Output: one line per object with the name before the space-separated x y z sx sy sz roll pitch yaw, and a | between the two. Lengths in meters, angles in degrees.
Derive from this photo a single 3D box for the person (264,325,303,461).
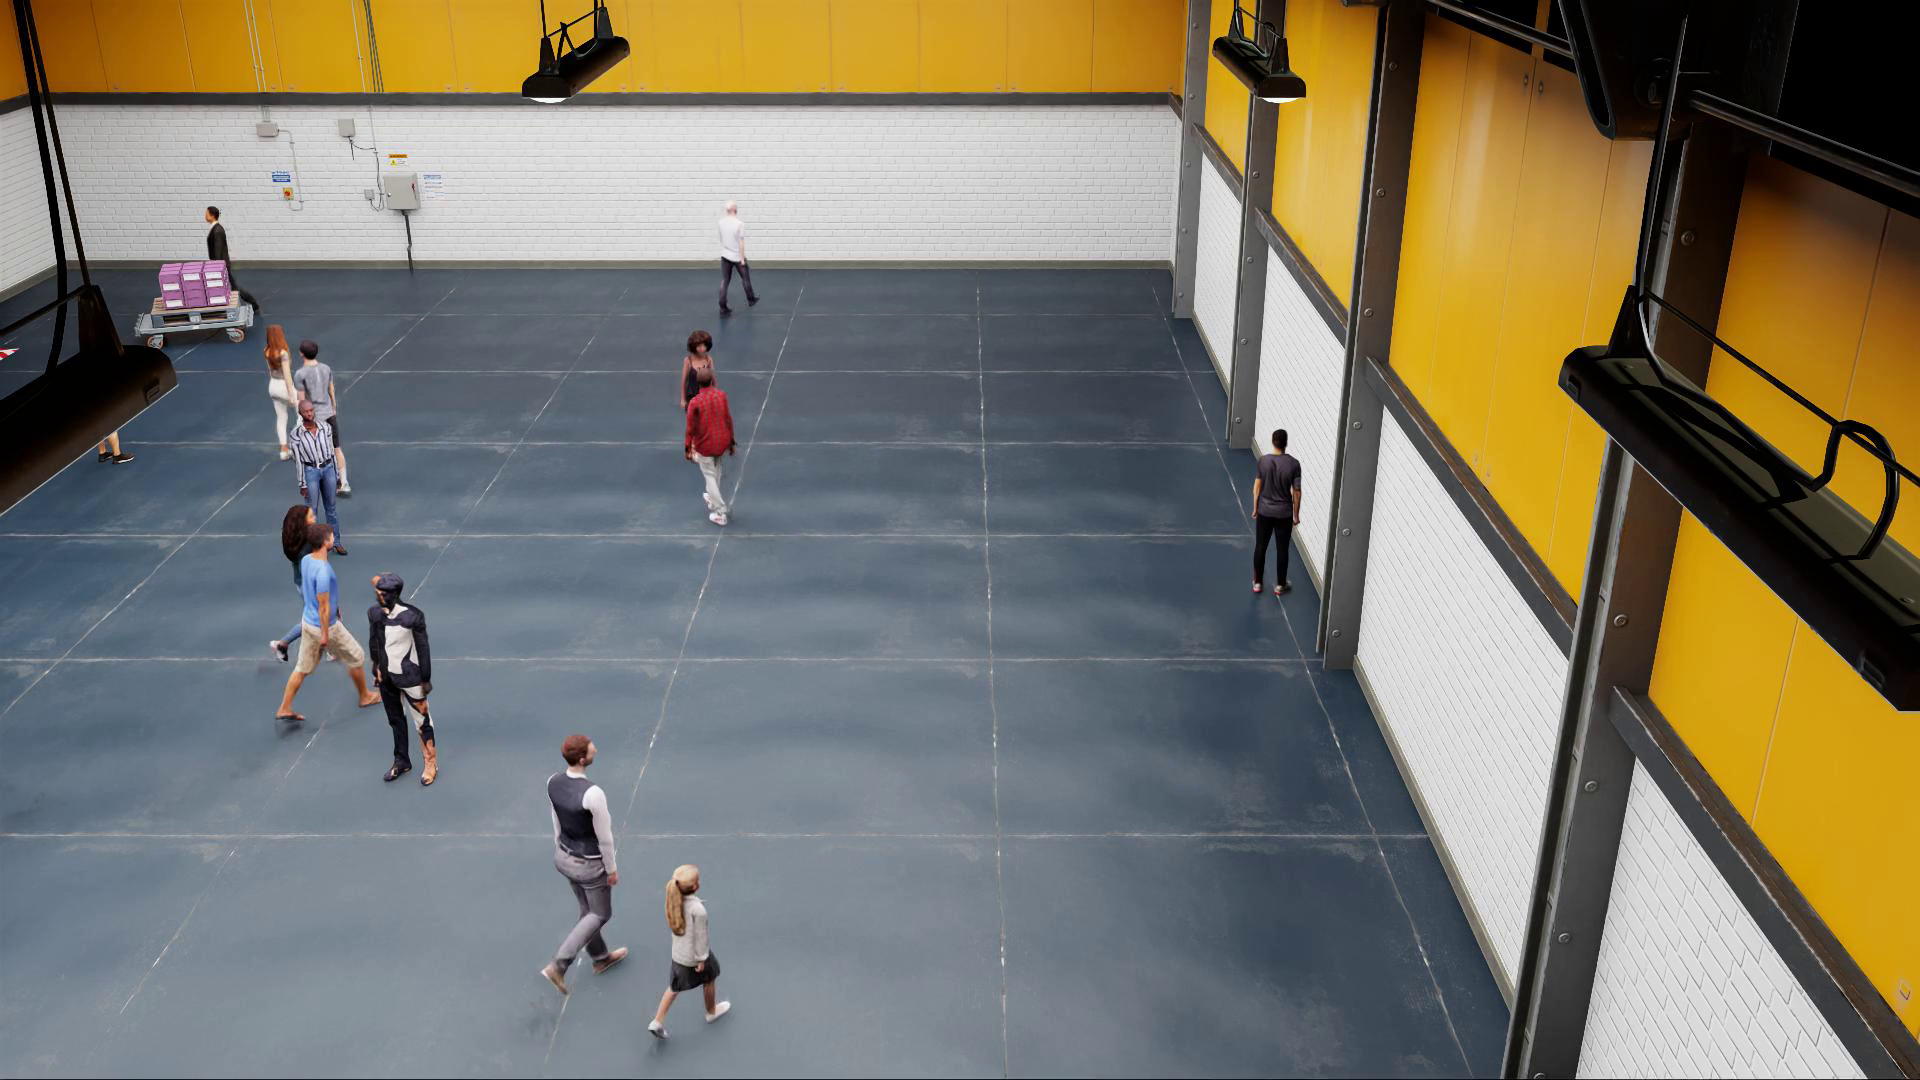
person | -8.452 -1.810 20.604 0.744 1.716 0.819 10 26 22

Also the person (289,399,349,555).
person | -6.899 -0.656 17.866 0.760 1.795 0.695 21 31 39

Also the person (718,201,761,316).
person | -3.693 -4.478 26.629 1.055 1.780 1.297 12 26 25

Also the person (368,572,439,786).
person | -4.590 1.113 13.698 0.740 1.891 0.681 6 24 14

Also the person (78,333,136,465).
person | -10.638 -1.782 20.551 0.695 1.708 0.673 10 26 22

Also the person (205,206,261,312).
person | -11.661 -4.400 26.464 1.101 1.769 1.181 -12 26 -26

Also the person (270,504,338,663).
person | -6.170 0.442 15.598 0.872 1.599 0.967 -9 25 -19

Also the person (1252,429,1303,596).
person | 3.229 -0.291 17.071 0.710 1.763 0.663 9 25 19

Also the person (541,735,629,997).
person | -2.593 2.205 11.169 1.013 1.917 1.119 17 29 33

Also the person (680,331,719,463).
person | -3.246 -1.718 20.362 0.989 1.741 1.147 -15 28 -30

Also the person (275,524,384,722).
person | -5.667 0.774 14.552 1.261 1.830 1.225 -21 32 -40

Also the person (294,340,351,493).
person | -7.476 -1.411 19.550 1.220 1.829 1.216 19 30 36

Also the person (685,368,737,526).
person | -2.764 -1.042 18.751 1.041 1.793 1.149 -16 28 -32

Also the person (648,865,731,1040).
person | -1.807 2.707 10.847 0.798 1.254 0.912 16 29 33
